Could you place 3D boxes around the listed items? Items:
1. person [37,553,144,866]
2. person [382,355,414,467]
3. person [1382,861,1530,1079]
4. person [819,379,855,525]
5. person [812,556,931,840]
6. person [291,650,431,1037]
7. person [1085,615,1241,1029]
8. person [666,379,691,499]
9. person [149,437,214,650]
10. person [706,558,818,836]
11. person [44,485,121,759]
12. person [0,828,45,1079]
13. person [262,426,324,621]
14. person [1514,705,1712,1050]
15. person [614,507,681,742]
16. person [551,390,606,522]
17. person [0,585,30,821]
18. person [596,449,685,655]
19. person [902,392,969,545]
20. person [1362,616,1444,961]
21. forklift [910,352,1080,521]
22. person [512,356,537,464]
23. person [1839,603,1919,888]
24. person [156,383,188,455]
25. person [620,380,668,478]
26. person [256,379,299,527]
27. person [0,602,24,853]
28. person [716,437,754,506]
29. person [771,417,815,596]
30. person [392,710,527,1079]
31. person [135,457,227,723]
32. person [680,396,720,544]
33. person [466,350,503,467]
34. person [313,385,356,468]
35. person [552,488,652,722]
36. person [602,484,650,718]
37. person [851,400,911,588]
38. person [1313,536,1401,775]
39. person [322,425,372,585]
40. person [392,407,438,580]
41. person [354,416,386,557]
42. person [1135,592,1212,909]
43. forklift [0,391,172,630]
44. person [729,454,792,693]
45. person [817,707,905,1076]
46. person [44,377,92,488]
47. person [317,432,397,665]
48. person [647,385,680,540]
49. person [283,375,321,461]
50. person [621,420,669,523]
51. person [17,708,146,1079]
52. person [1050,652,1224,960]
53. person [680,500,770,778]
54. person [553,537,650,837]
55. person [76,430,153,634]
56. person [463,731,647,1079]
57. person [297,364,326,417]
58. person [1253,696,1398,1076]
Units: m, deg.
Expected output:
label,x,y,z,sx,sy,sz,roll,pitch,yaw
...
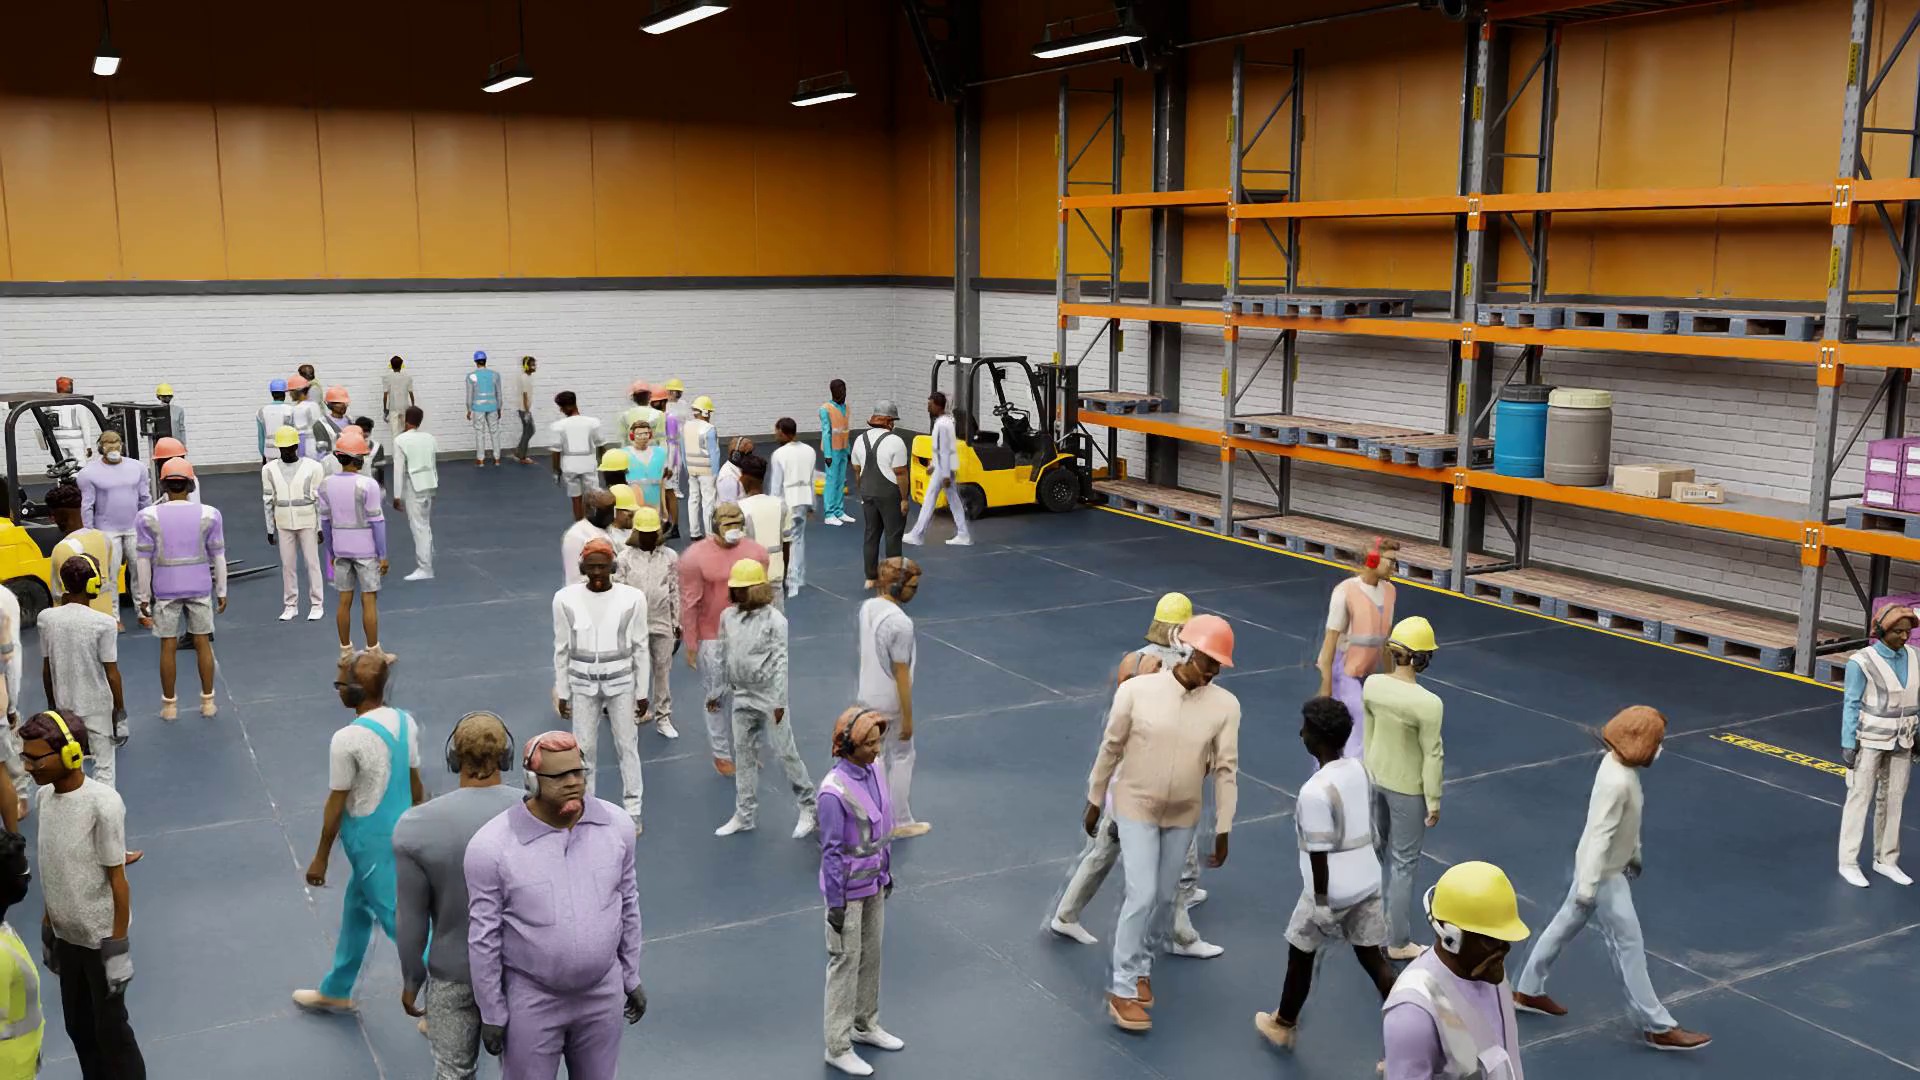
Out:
label,x,y,z,sx,sy,sz,roll,pitch,yaw
person,-5.048,1.003,9.623,0.512,1.861,0.325,1,10,8
person,-9.310,-2.128,27.609,0.532,1.868,0.310,-4,11,-22
person,1.468,1.827,4.954,0.404,1.827,0.600,8,13,38
person,-1.629,-1.164,21.923,0.392,1.918,0.593,5,11,26
person,-0.505,0.985,9.929,0.789,1.801,0.560,-7,12,-35
person,-2.661,1.385,7.623,0.995,1.802,0.513,2,10,11
person,0.958,1.291,7.728,0.688,1.932,0.677,-2,10,-11
person,-4.082,-1.461,24.126,0.609,1.746,0.540,6,12,31
person,-7.041,0.032,15.015,0.387,1.928,0.549,-1,10,-5
person,-1.245,0.957,10.215,0.647,1.746,0.470,6,11,29
person,-6.218,0.577,11.779,0.380,1.958,0.603,0,10,0
person,-3.158,1.780,5.640,0.803,1.662,0.553,-7,12,-36
person,-6.455,-0.159,16.147,0.581,1.919,0.399,-1,10,-5
person,2.970,1.501,7.538,0.877,1.576,0.571,4,11,24
person,-2.272,0.618,12.165,0.492,1.741,0.319,-5,11,-27
person,-4.612,-0.873,20.241,0.691,1.929,0.580,-2,10,-14
person,-6.039,0.913,10.150,0.672,1.844,0.990,-1,10,-4
person,-2.785,0.156,14.336,0.660,1.908,0.612,2,10,10
person,-0.320,-0.862,20.282,0.954,1.872,0.617,1,10,5
person,2.249,1.253,8.469,0.337,1.757,0.519,-6,12,-33
forklift,0.460,-1.461,22.833,2.313,2.155,1.214,-5,11,-28
person,-7.317,-2.185,28.054,0.458,1.837,0.563,-2,10,-9
person,5.205,1.154,9.403,0.525,1.631,0.320,-2,10,-14
person,-11.026,-1.305,23.163,0.317,1.769,0.522,9,13,41
person,-3.923,-0.970,20.566,0.618,2.011,0.661,3,10,15
person,-8.816,-1.125,21.641,0.605,1.939,0.416,1,10,6
person,-5.712,0.981,9.558,0.392,1.924,0.560,6,11,31
person,-2.107,-0.075,15.918,0.429,1.830,0.635,1,10,6
person,-1.796,-0.374,17.540,0.712,1.870,0.662,8,13,39
person,-1.737,1.576,6.132,0.636,1.928,0.380,-4,11,-24
person,-5.944,0.378,12.730,0.613,2.029,0.409,-6,11,-29
person,-3.139,-0.843,20.347,0.589,1.822,0.403,8,12,37
person,-7.943,-2.190,27.767,0.602,1.938,0.400,-6,12,-33
person,-7.184,-0.776,19.325,0.370,2.044,0.608,5,11,24
person,-2.736,0.497,12.643,0.715,1.820,0.660,5,11,25
person,-2.621,0.469,12.806,0.403,1.818,0.603,1,10,8
person,-0.775,-0.481,17.631,0.676,2.000,0.536,7,12,36
person,2.532,0.875,10.502,0.689,1.802,0.605,8,13,40
person,-6.623,-0.393,18.083,0.615,1.702,0.725,2,10,10
person,-5.961,-0.518,18.335,0.424,1.876,0.669,4,11,23
person,-6.988,-0.604,19.451,0.554,1.695,0.348,-1,10,-8
person,1.146,1.146,9.120,0.492,1.742,0.320,4,11,21
forklift,-9.026,-0.363,16.508,1.214,2.155,2.313,6,11,29
person,-1.638,0.287,13.437,0.644,1.962,0.375,-9,13,-41
person,-0.457,1.521,7.286,0.320,1.631,0.525,4,11,22
person,-12.168,-1.290,22.736,0.573,1.887,0.354,-1,10,-3
person,-5.196,0.091,14.333,0.607,2.044,0.371,3,10,16
person,-3.720,-0.968,20.754,0.385,1.930,0.545,-7,12,-34
person,-8.368,-1.101,21.316,0.527,2.011,0.638,0,10,0
person,-3.327,-0.340,17.379,0.570,1.845,0.380,-8,12,-37
person,-3.402,1.556,6.450,0.524,1.857,0.341,6,11,29
person,0.873,1.337,8.467,0.882,1.592,0.503,1,10,6
person,-1.579,0.677,11.300,0.641,1.921,0.461,-4,11,-22
person,-2.173,0.905,10.151,0.568,1.877,0.353,-1,10,-3
person,-7.923,-0.079,15.658,0.636,1.928,0.376,-10,14,-44
person,-1.416,1.613,5.953,0.642,1.913,0.409,-7,12,-36
person,-10.137,-1.830,26.007,0.429,1.837,0.629,-4,11,-21
person,1.692,1.515,7.264,0.838,1.651,0.535,10,14,44
